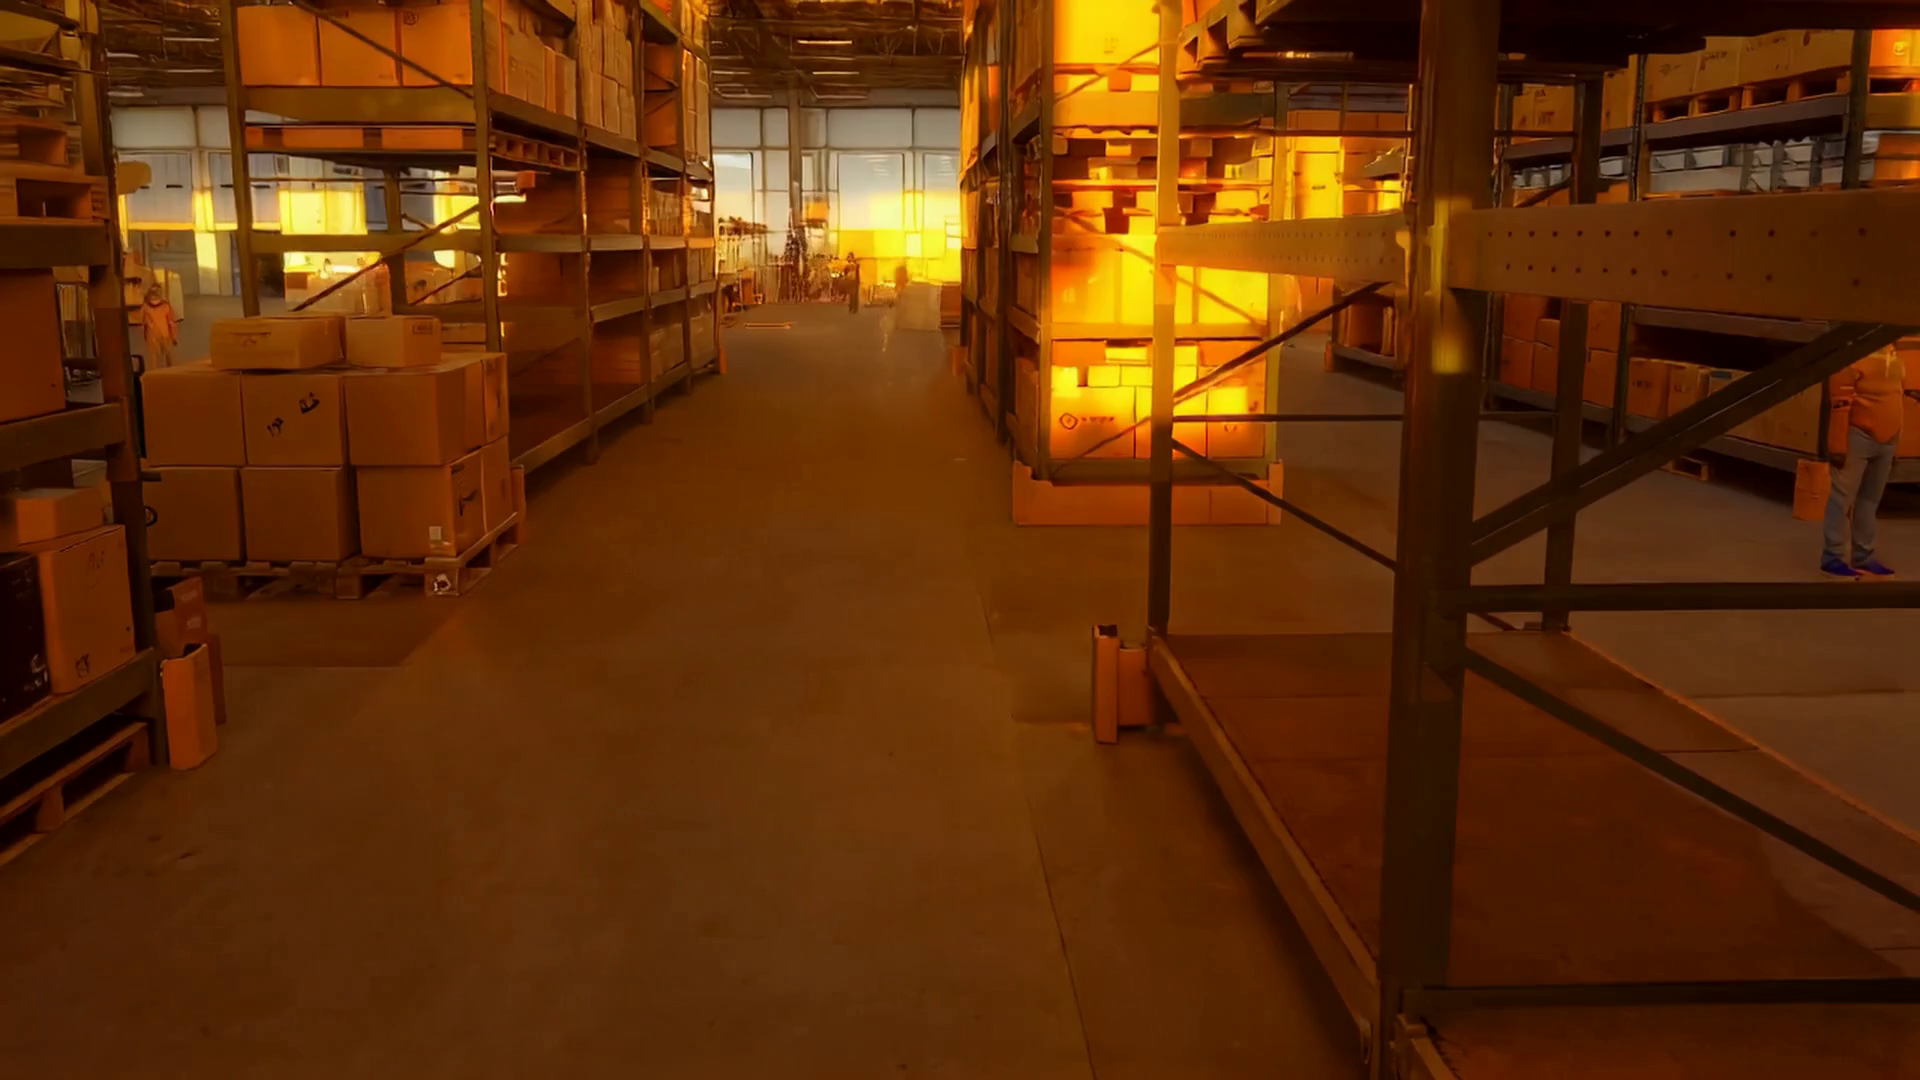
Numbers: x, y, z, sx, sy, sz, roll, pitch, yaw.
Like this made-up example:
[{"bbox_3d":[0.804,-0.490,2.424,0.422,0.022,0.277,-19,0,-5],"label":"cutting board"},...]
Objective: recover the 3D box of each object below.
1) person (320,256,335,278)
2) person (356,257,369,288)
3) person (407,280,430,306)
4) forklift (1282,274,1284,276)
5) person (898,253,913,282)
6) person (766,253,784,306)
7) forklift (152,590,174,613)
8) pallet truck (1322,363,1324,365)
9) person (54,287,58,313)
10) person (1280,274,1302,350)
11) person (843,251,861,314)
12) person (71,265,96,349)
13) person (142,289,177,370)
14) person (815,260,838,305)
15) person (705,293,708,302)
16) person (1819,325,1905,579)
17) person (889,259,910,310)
[{"bbox_3d":[-21.749,-8.833,57.175,0.560,1.853,0.454,-9,14,-41],"label":"person"},{"bbox_3d":[-21.245,-9.120,58.961,0.957,1.793,0.638,1,10,5],"label":"person"},{"bbox_3d":[-10.566,-4.258,32.385,0.762,1.608,0.519,8,13,37],"label":"person"},{"bbox_3d":[12.269,-10.158,61.708,1.129,2.768,1.873,0,10,-2],"label":"forklift"},{"bbox_3d":[-2.116,-10.107,64.216,1.006,1.878,0.587,-9,14,-43],"label":"person"},{"bbox_3d":[-6.723,-9.518,60.855,0.655,1.900,0.911,-10,14,-44],"label":"person"},{"bbox_3d":[-5.858,-0.811,9.639,1.873,2.768,1.129,-1,10,-3],"label":"forklift"},{"bbox_3d":[7.712,-4.157,30.737,1.885,1.965,0.823,3,11,16],"label":"pallet truck"},{"bbox_3d":[-16.547,-3.989,30.012,0.430,1.920,0.570,5,11,26],"label":"person"},{"bbox_3d":[7.043,-5.067,35.898,0.881,1.960,0.617,-5,11,-27],"label":"person"},{"bbox_3d":[-3.540,-8.352,53.989,0.535,2.000,0.684,6,12,31],"label":"person"},{"bbox_3d":[-19.140,-5.166,36.599,1.011,1.912,0.610,-6,12,-29],"label":"person"},{"bbox_3d":[-12.714,-3.173,26.379,0.554,1.586,0.765,-1,10,-5],"label":"person"},{"bbox_3d":[-5.022,-9.619,62.115,0.863,1.664,0.526,-7,12,-33],"label":"person"},{"bbox_3d":[-9.125,-9.229,59.186,0.587,1.928,0.364,2,10,13],"label":"person"},{"bbox_3d":[6.342,-0.675,11.629,0.642,1.900,0.400,-4,11,-23],"label":"person"},{"bbox_3d":[-1.637,-6.783,45.733,1.041,1.879,0.730,-5,11,-27],"label":"person"}]
